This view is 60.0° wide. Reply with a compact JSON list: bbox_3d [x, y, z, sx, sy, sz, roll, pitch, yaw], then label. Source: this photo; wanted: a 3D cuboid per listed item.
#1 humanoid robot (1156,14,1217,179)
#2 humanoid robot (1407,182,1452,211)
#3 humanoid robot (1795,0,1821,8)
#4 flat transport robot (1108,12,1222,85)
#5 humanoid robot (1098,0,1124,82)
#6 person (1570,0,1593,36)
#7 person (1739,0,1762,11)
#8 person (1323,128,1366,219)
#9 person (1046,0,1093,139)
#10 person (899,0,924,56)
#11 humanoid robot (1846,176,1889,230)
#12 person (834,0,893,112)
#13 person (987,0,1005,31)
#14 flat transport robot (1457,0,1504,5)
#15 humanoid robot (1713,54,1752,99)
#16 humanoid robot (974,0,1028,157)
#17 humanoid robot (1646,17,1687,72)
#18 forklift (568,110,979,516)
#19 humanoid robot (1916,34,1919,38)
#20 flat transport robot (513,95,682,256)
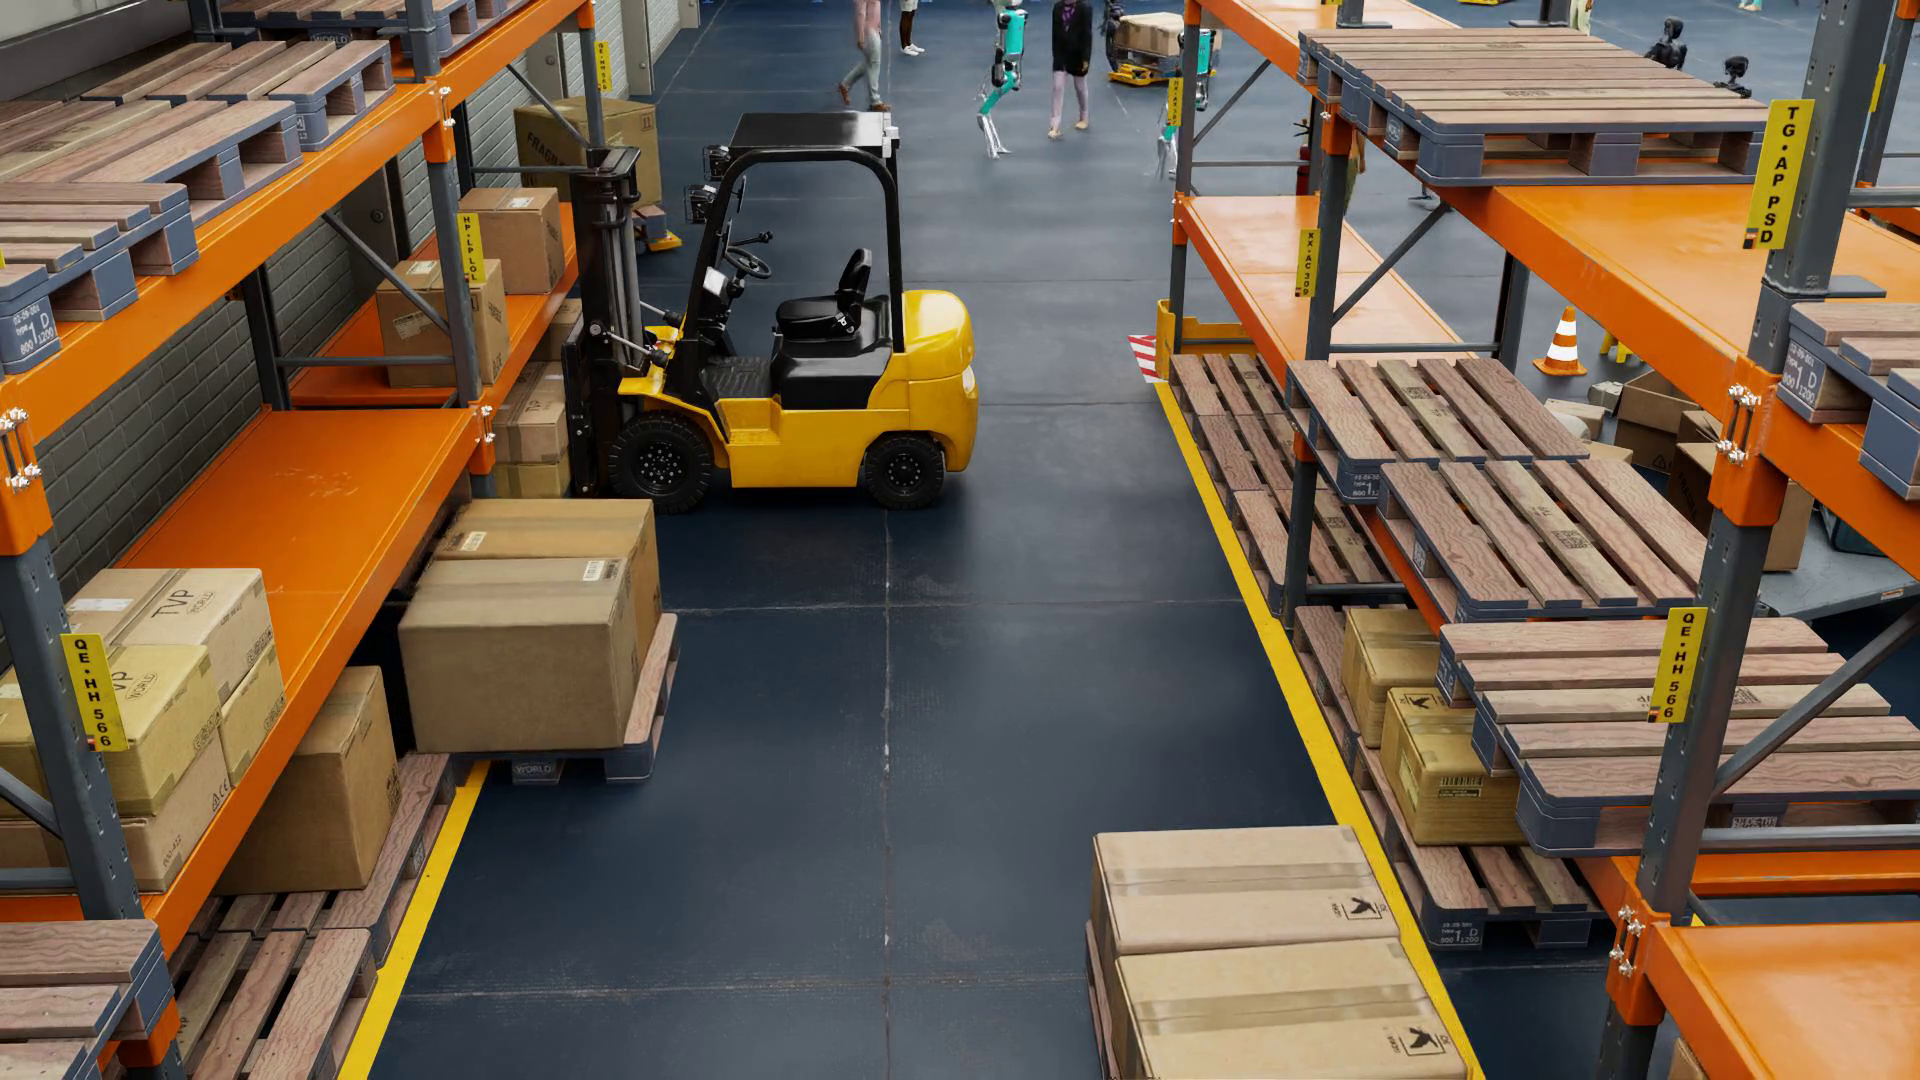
[{"bbox_3d":[2.264,-4.586,17.424,0.714,1.902,0.548,23,34,39],"label":"humanoid robot"},{"bbox_3d":[4.673,-4.070,16.286,0.556,1.636,0.612,14,29,27],"label":"humanoid robot"},{"bbox_3d":[15.286,-10.300,29.491,0.589,1.640,0.650,-23,33,-39],"label":"humanoid robot"},{"bbox_3d":[2.819,-6.529,23.130,1.431,0.231,0.659,-16,30,-30],"label":"flat transport robot"},{"bbox_3d":[2.079,-7.122,22.755,0.398,1.643,0.616,7,26,14],"label":"humanoid robot"},{"bbox_3d":[8.897,-7.710,23.733,0.381,1.891,0.545,-4,26,-8],"label":"person"},{"bbox_3d":[14.053,-10.319,29.252,0.472,1.894,0.507,-15,29,-29],"label":"person"},{"bbox_3d":[3.447,-3.435,14.894,0.392,1.703,0.471,-15,29,-29],"label":"person"},{"bbox_3d":[1.327,-5.698,19.570,0.535,1.815,0.913,10,27,21],"label":"person"},{"bbox_3d":[-0.747,-8.239,24.845,0.380,1.899,0.543,7,26,15],"label":"person"},{"bbox_3d":[7.308,-2.853,13.657,1.027,1.734,0.535,14,29,28],"label":"humanoid robot"},{"bbox_3d":[-1.229,-6.356,20.849,0.709,1.911,0.653,3,25,7],"label":"person"},{"bbox_3d":[0.628,-8.275,25.122,0.594,1.711,0.627,7,26,15],"label":"person"},{"bbox_3d":[9.749,-9.972,30.421,0.659,0.231,1.431,23,33,39],"label":"flat transport robot"},{"bbox_3d":[7.095,-3.709,15.555,0.677,1.639,0.599,-8,26,-16],"label":"humanoid robot"},{"bbox_3d":[0.383,-5.145,18.518,0.667,1.826,0.532,14,29,27],"label":"humanoid robot"},{"bbox_3d":[7.350,-4.656,17.516,0.598,1.645,0.448,-11,27,-21],"label":"humanoid robot"},{"bbox_3d":[-1.043,-1.379,9.976,2.313,2.155,1.214,-1,25,-2],"label":"forklift"},{"bbox_3d":[15.492,-8.577,25.893,0.787,1.638,0.603,14,29,27],"label":"humanoid robot"},{"bbox_3d":[-3.315,-2.731,15.088,1.431,0.231,0.659,-12,28,-23],"label":"flat transport robot"}]
